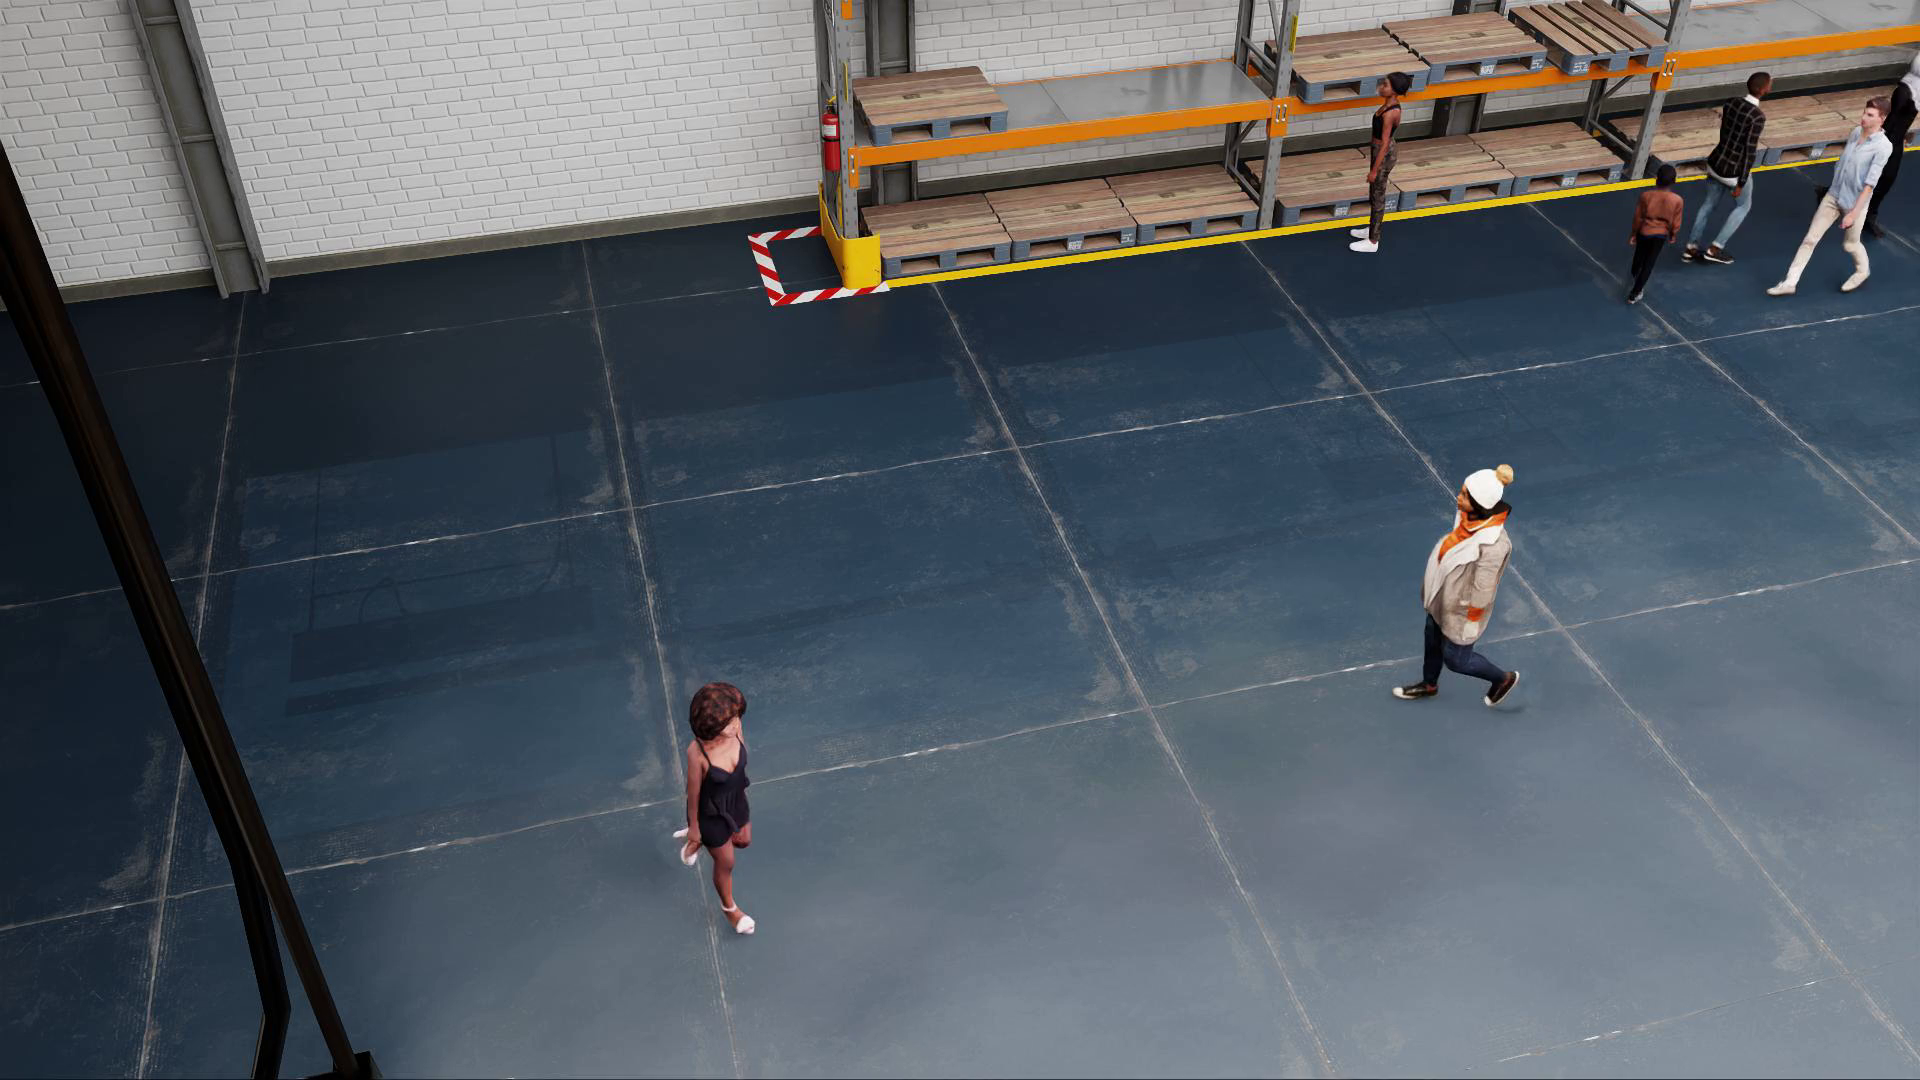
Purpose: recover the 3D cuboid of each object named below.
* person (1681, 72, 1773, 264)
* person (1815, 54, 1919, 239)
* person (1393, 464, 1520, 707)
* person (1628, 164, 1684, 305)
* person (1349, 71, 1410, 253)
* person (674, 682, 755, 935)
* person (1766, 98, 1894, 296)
[{"bbox_3d":[6.738,-3.270,14.763,0.696,1.804,0.706,-15,41,-17],"label":"person"},{"bbox_3d":[8.415,-3.644,15.268,0.962,1.758,0.988,31,48,32],"label":"person"},{"bbox_3d":[3.186,0.318,10.212,1.005,1.876,0.793,-3,39,-3],"label":"person"},{"bbox_3d":[5.983,-2.624,14.413,0.818,1.231,0.877,21,43,24],"label":"person"},{"bbox_3d":[3.813,-3.432,15.050,0.680,1.698,0.660,9,39,11],"label":"person"},{"bbox_3d":[-1.361,1.403,8.941,0.960,1.767,0.933,27,46,29],"label":"person"},{"bbox_3d":[7.716,-2.905,14.296,1.197,1.816,0.697,-13,40,-15],"label":"person"}]
